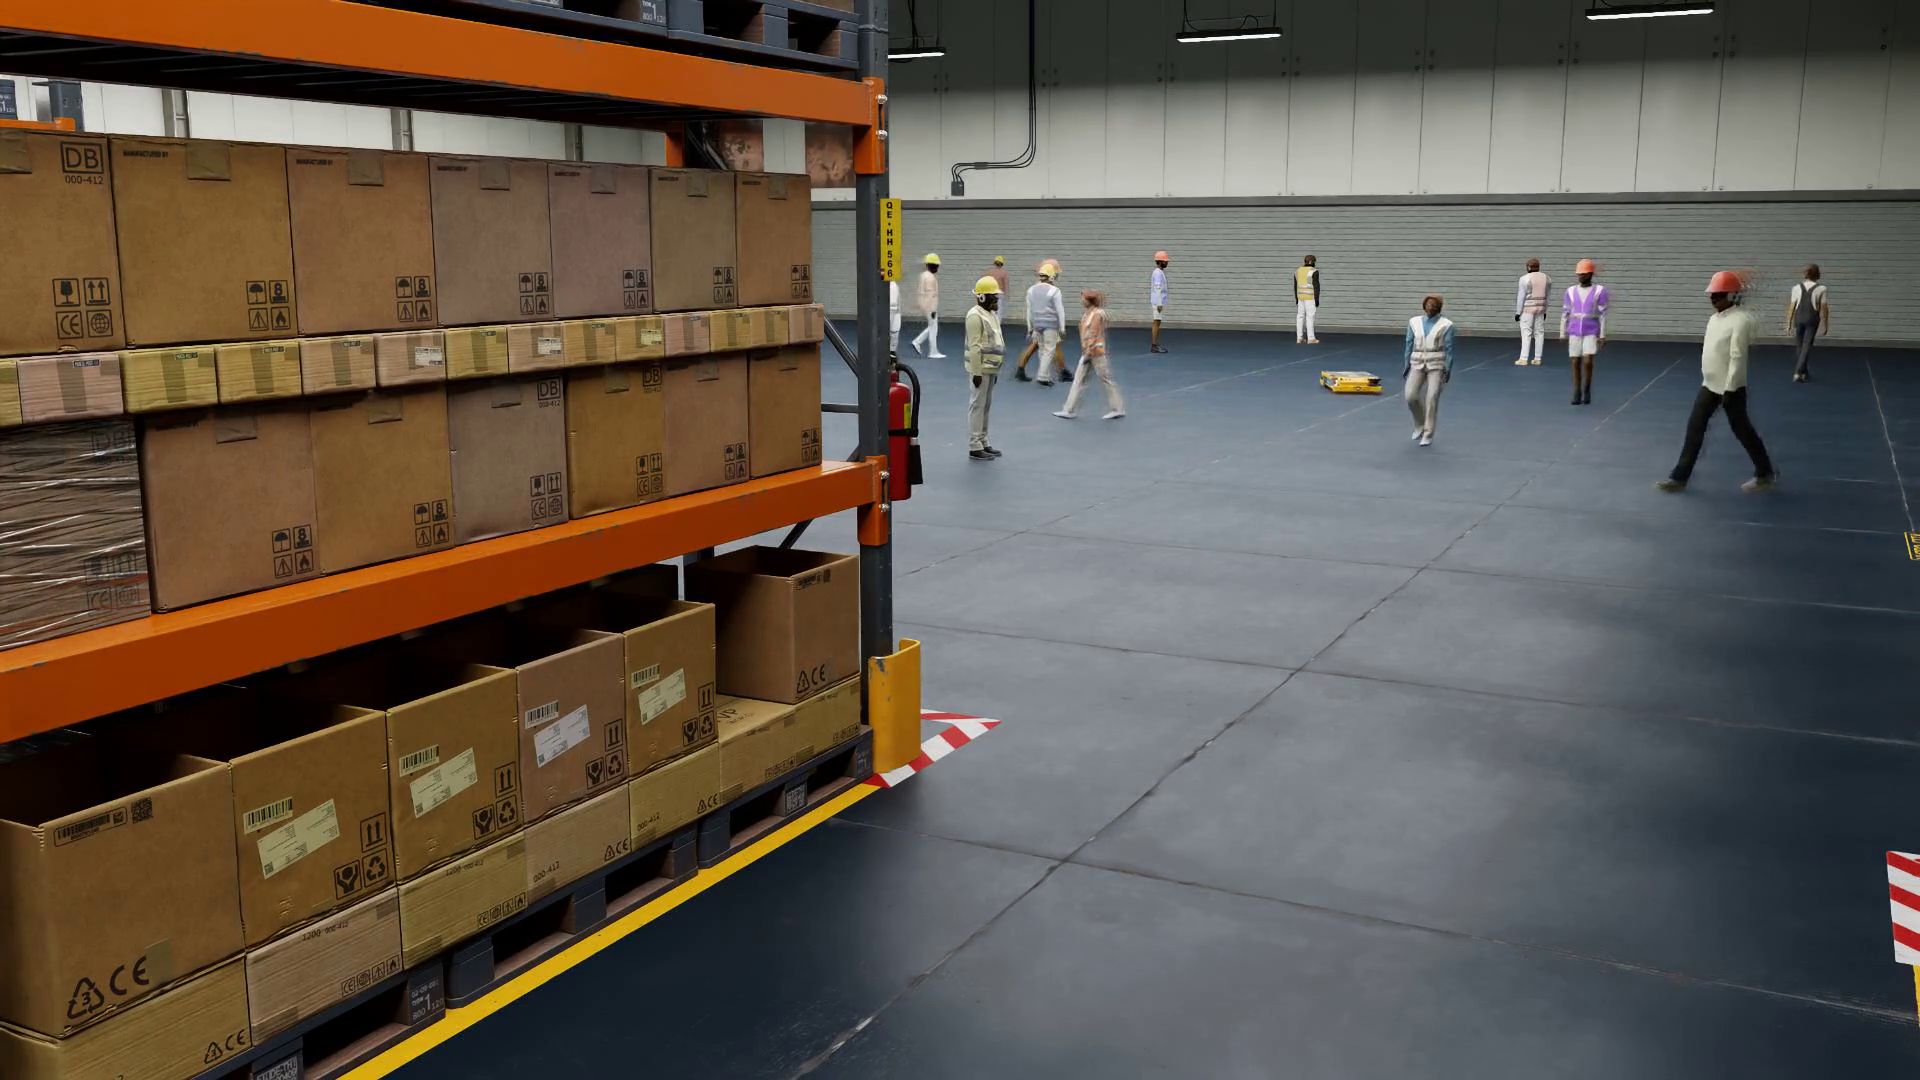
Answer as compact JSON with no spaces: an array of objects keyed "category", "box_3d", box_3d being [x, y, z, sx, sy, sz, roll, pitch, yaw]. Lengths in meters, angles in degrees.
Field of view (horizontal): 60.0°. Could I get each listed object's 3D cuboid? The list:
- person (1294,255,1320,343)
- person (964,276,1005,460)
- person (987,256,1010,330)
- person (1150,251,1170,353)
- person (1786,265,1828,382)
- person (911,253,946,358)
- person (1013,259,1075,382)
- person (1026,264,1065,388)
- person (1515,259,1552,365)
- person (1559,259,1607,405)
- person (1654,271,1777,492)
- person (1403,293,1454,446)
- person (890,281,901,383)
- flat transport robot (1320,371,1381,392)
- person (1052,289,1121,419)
[{"category":"person","box_3d":[7.241,-5.006,34.610,0.430,1.837,0.620,-8,13,-36]},{"category":"person","box_3d":[0.254,-1.728,16.732,0.404,1.834,0.591,3,11,17]},{"category":"person","box_3d":[0.912,-5.830,39.332,0.548,1.747,0.524,3,11,16]},{"category":"person","box_3d":[3.819,-4.538,31.764,0.361,1.940,0.543,1,10,7]},{"category":"person","box_3d":[13.051,-3.334,25.614,0.980,1.798,0.534,-10,14,-43]},{"category":"person","box_3d":[-0.558,-4.270,30.360,0.536,1.912,0.614,-2,11,-8]},{"category":"person","box_3d":[1.300,-3.344,25.440,1.044,1.882,0.554,-1,10,-6]},{"category":"person","box_3d":[1.287,-3.145,24.501,0.615,1.814,0.513,8,13,37]},{"category":"person","box_3d":[9.894,-3.941,28.798,0.619,1.838,0.430,-3,11,-15]},{"category":"person","box_3d":[8.214,-2.734,21.965,0.580,1.919,0.499,7,13,34]},{"category":"person","box_3d":[6.685,-1.362,14.465,1.070,1.943,0.622,-1,10,-5]},{"category":"person","box_3d":[5.009,-1.825,17.794,0.545,1.625,0.352,7,12,33]},{"category":"person","box_3d":[-1.059,-2.958,23.207,0.453,1.935,0.554,-3,11,-18]},{"category":"flat transport robot","box_3d":[5.672,-2.313,24.183,0.652,0.197,1.431,1,10,4]},{"category":"person","box_3d":[1.598,-2.253,20.261,0.864,1.588,0.518,-3,11,-17]}]
